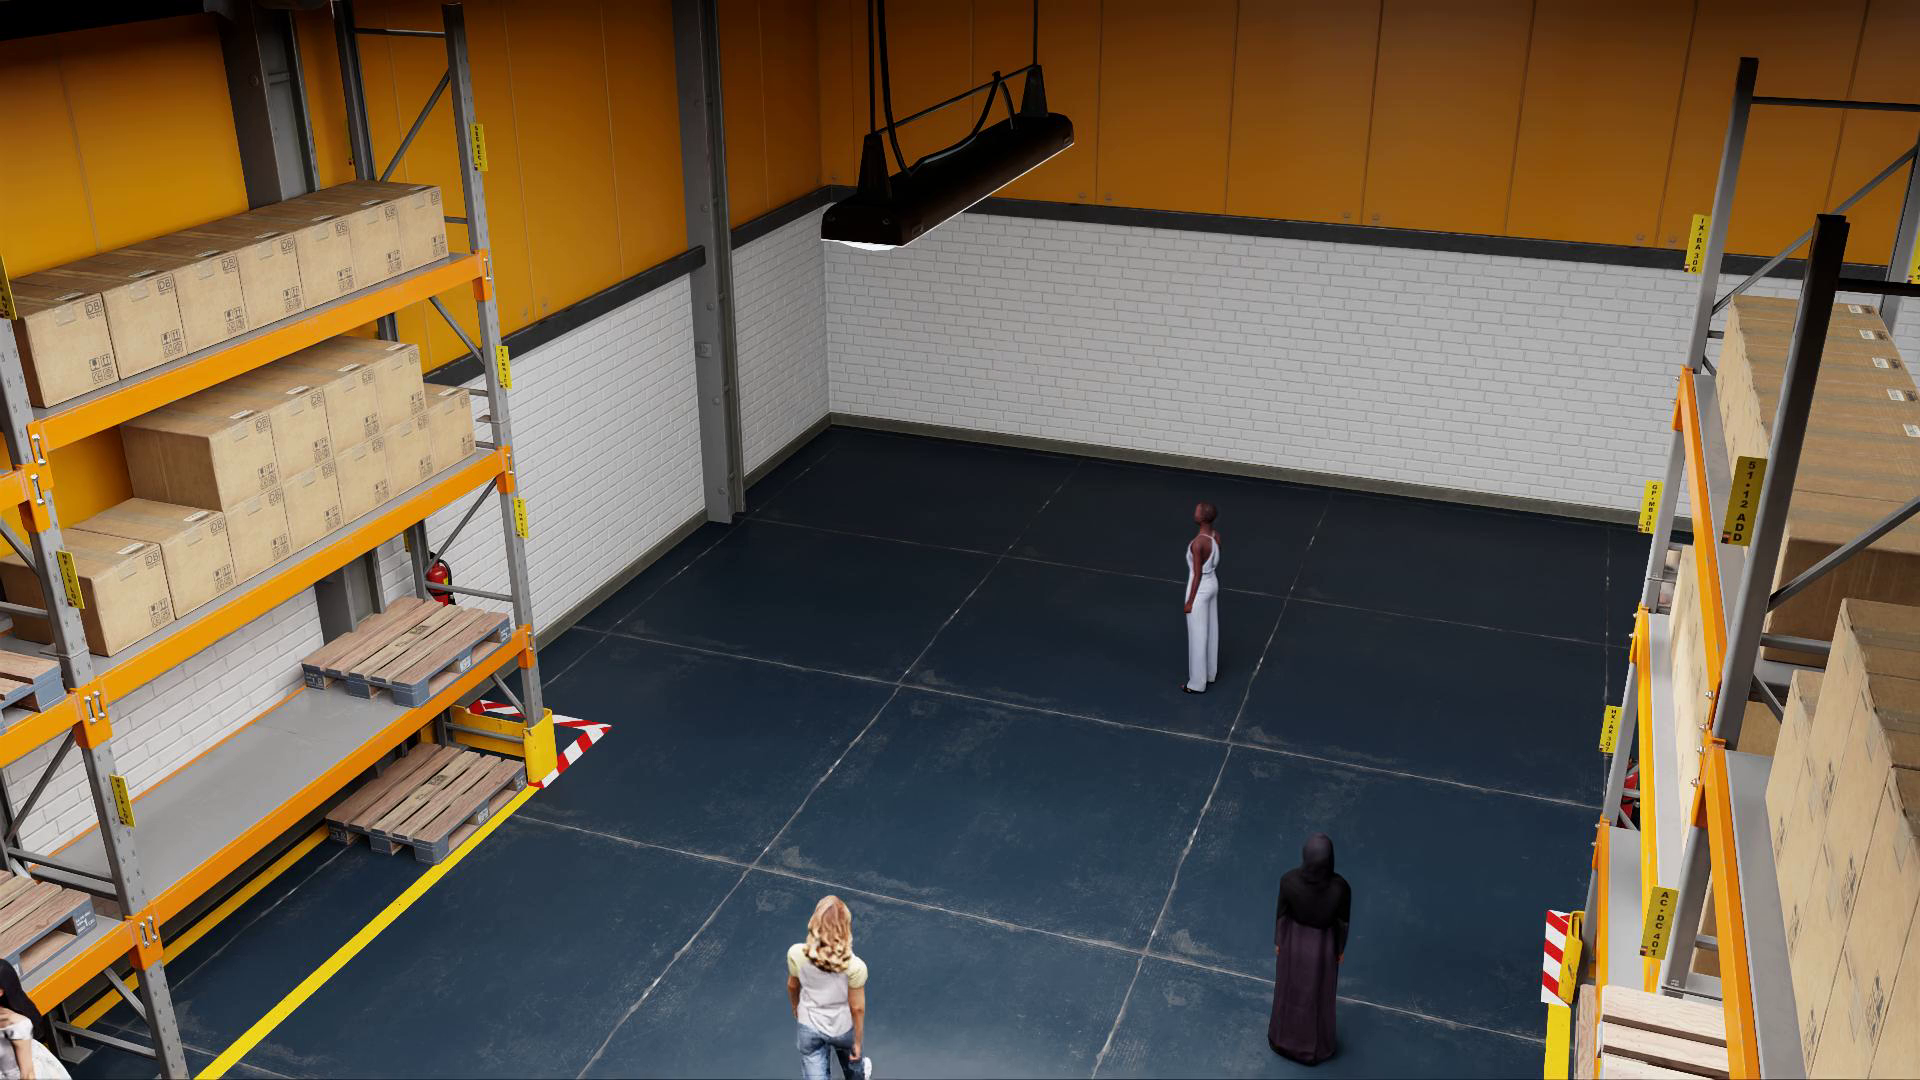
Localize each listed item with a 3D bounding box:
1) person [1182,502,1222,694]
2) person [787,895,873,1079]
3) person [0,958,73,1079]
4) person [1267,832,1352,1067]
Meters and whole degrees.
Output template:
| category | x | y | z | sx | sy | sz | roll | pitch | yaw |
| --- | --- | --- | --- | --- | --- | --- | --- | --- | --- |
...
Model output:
| category | x | y | z | sx | sy | sz | roll | pitch | yaw |
| --- | --- | --- | --- | --- | --- | --- | --- | --- | --- |
| person | 2.119 | 0.498 | 14.556 | 0.677 | 1.783 | 0.495 | 14 | 27 | 29 |
| person | -0.770 | 2.835 | 9.347 | 0.790 | 1.672 | 1.164 | 3 | 24 | 7 |
| person | -4.977 | 2.970 | 8.917 | 0.802 | 1.769 | 0.777 | -18 | 29 | -35 |
| person | 2.145 | 2.485 | 10.224 | 0.604 | 1.612 | 0.596 | 6 | 24 | 14 |
